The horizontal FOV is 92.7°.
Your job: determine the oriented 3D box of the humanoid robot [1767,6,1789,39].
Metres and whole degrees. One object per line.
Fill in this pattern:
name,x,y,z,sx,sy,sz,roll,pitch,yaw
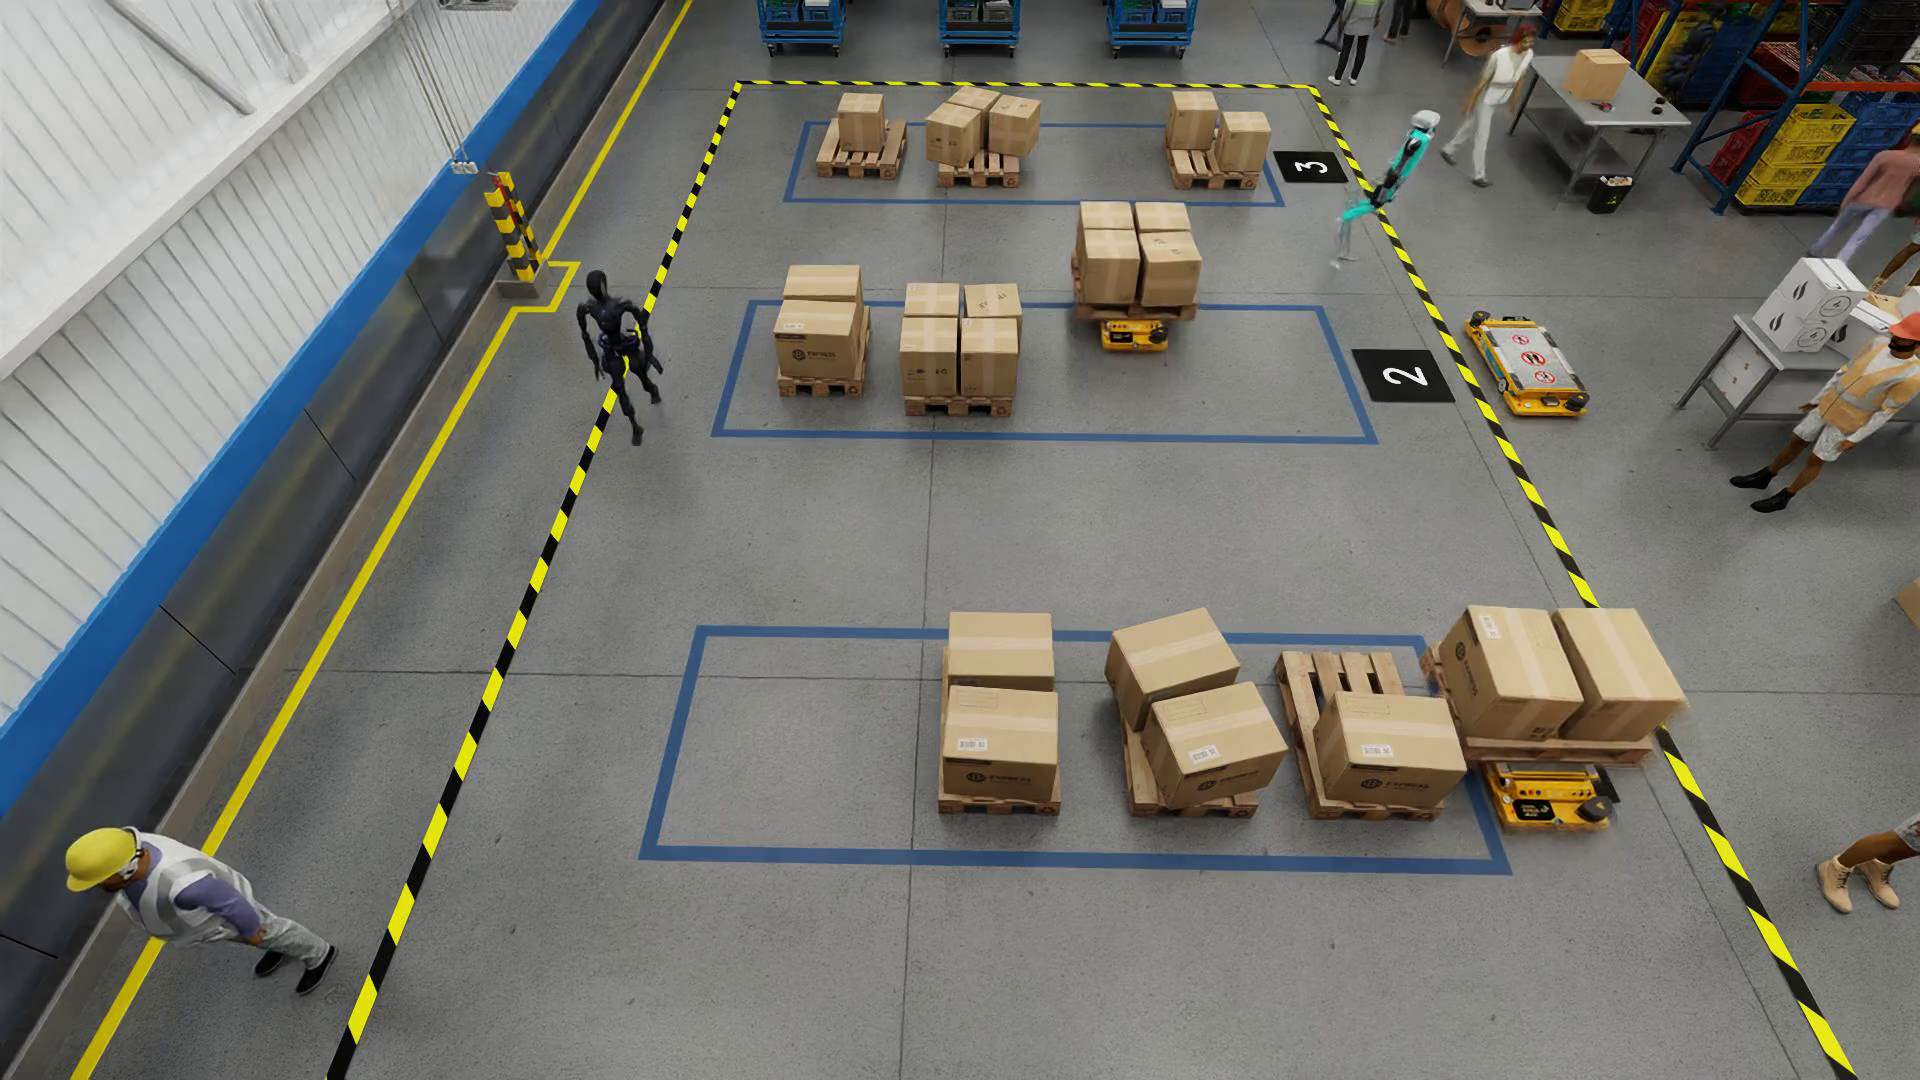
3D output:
humanoid robot,12.207,-8.000,13.552,0.535,1.651,0.611,0,49,0

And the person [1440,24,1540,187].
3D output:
person,6.472,-5.301,11.118,0.560,1.782,1.002,-17,51,-14

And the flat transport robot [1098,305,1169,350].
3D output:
flat transport robot,1.789,-2.533,9.707,0.652,0.197,1.431,1,49,1

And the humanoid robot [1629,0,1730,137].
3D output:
humanoid robot,9.352,-6.074,11.864,0.492,1.648,0.593,10,50,9

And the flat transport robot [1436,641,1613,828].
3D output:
flat transport robot,3.903,1.285,6.403,0.652,0.197,1.431,1,49,1

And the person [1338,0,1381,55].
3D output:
person,6.097,-8.086,13.556,0.483,1.744,0.297,22,53,18

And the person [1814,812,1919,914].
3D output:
person,5.656,1.537,5.037,0.605,2.034,0.387,-2,49,-2

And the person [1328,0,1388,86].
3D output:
person,5.642,-7.388,12.881,0.596,1.850,0.397,-1,49,-1

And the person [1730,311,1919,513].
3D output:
person,6.987,-0.991,7.287,0.367,1.939,0.542,0,49,0

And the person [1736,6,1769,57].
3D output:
person,12.095,-8.093,13.485,0.517,1.863,0.336,0,49,0

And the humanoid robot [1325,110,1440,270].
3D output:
humanoid robot,4.408,-3.754,9.817,0.801,1.770,0.551,31,56,24

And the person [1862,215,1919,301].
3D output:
person,10.010,-3.236,9.162,0.607,2.043,0.374,28,55,22

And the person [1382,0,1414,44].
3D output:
person,6.852,-8.480,13.871,0.534,1.820,0.429,-35,57,-26

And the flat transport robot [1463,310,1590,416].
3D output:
flat transport robot,5.573,-1.757,9.054,0.659,0.231,1.431,1,49,1

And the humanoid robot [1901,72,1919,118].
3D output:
humanoid robot,12.090,-5.586,11.472,0.785,1.635,0.607,10,50,8

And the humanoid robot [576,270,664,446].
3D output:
humanoid robot,-2.953,-1.670,8.082,0.601,1.655,0.738,-6,49,-6

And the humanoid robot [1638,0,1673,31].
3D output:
humanoid robot,9.988,-7.393,12.956,0.587,1.771,0.882,0,49,0

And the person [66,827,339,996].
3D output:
person,-3.932,1.950,4.810,0.591,1.832,0.404,18,51,15

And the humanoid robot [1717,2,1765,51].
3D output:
humanoid robot,11.294,-7.712,13.245,0.673,1.809,0.541,18,51,15

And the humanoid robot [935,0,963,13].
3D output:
humanoid robot,-0.108,-9.283,14.642,0.593,1.636,0.541,-36,58,-27

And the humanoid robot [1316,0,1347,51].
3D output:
humanoid robot,5.809,-8.238,13.736,0.515,1.645,0.589,25,54,20

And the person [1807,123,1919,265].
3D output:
person,9.630,-3.560,9.660,0.529,1.718,0.894,31,56,24
